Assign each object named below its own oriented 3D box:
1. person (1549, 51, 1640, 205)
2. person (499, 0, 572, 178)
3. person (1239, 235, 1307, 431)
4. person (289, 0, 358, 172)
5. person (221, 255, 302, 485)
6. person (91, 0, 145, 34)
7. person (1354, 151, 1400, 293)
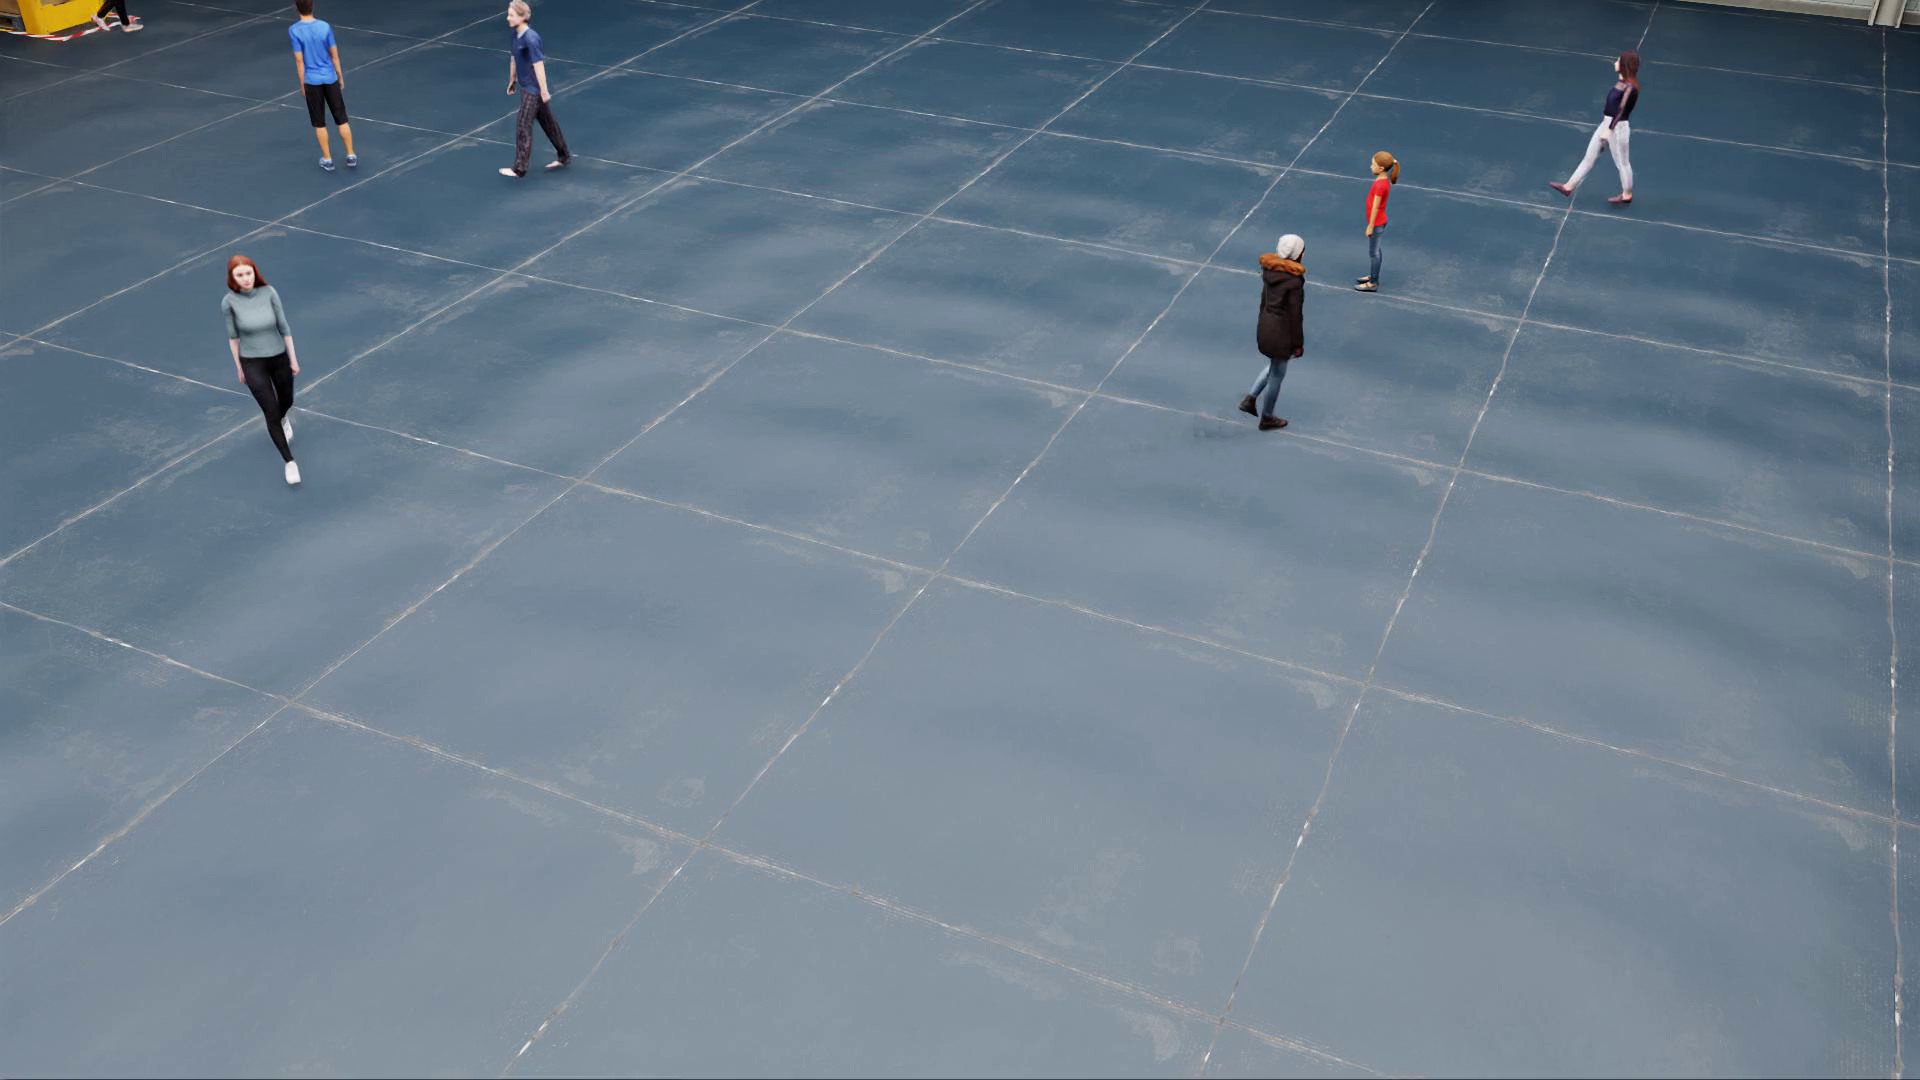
[{"bbox_3d":[6.769,-4.162,17.030,1.132,1.554,0.816,4,32,6],"label":"person"},{"bbox_3d":[-4.493,-4.849,17.857,1.112,1.834,1.117,-16,35,-23],"label":"person"},{"bbox_3d":[2.403,-1.586,12.878,0.823,1.628,0.764,-10,34,-16],"label":"person"},{"bbox_3d":[-6.917,-4.957,17.998,0.702,1.866,0.725,-18,36,-26],"label":"person"},{"bbox_3d":[-5.160,-1.318,12.365,0.971,1.721,1.147,-18,36,-26],"label":"person"},{"bbox_3d":[-11.589,-7.706,22.468,0.957,1.747,0.942,-19,37,-27],"label":"person"},{"bbox_3d":[3.848,-2.933,15.313,0.508,1.307,0.491,8,33,13],"label":"person"}]
